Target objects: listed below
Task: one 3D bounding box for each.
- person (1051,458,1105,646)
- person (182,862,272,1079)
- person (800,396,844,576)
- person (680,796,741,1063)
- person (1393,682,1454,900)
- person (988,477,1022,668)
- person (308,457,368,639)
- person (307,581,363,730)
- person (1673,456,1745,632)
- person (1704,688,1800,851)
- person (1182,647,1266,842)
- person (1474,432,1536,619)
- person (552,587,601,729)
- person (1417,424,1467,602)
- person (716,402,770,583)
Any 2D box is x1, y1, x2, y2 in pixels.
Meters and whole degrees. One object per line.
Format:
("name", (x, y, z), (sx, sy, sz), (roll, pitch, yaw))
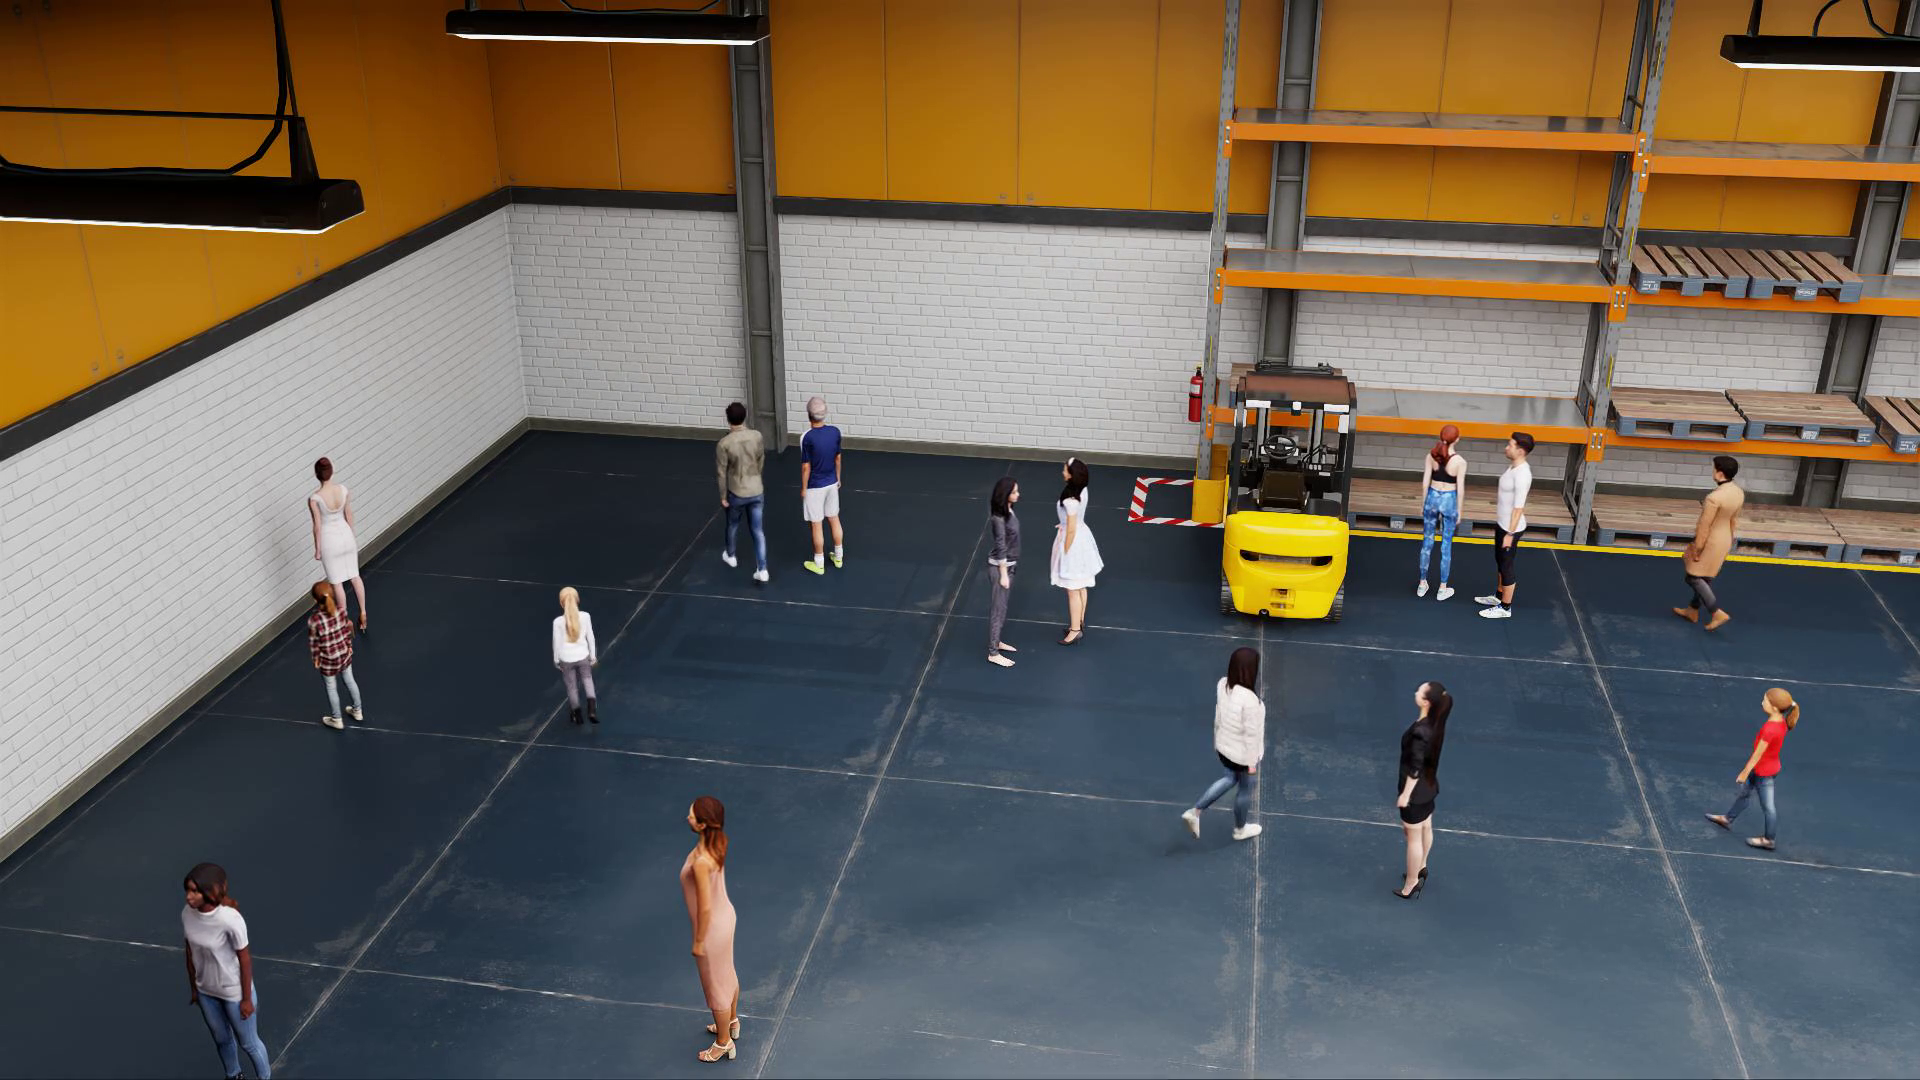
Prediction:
("person", (1.049, 0.108, 15.265), (0.767, 1.818, 0.746), (8, 25, 18))
("person", (-4.264, 2.614, 9.655), (0.512, 1.719, 0.682), (8, 25, 18))
("person", (-1.404, -0.561, 16.774), (0.711, 1.836, 0.746), (-19, 30, -37))
("person", (-1.492, 2.352, 10.115), (0.515, 1.832, 0.586), (3, 24, 6))
("person", (3.236, 1.744, 11.674), (0.668, 1.696, 0.670), (16, 28, 32))
("person", (0.384, 0.254, 15.000), (0.512, 1.764, 0.600), (3, 24, 6))
("person", (-5.769, 0.063, 15.401), (0.654, 1.793, 0.648), (19, 30, 37))
("person", (-5.262, 0.953, 13.974), (0.626, 1.303, 0.600), (19, 30, 36))
("person", (7.068, 0.049, 15.529), (0.970, 1.715, 1.004), (-13, 27, -26))
("person", (6.006, 1.710, 12.251), (0.838, 1.296, 0.692), (16, 28, 32))
("person", (1.985, 1.538, 12.237), (1.019, 1.624, 0.911), (-11, 26, -23))
("person", (5.237, -0.152, 15.818), (0.554, 1.851, 0.656), (4, 24, 10))
("person", (-3.195, 1.012, 13.882), (0.662, 1.269, 0.713), (-12, 26, -25))
("person", (4.679, -0.278, 16.191), (0.626, 1.784, 0.714), (14, 27, 29))
("person", (-2.091, -0.438, 16.504), (1.197, 1.827, 1.175), (-12, 26, -25))
